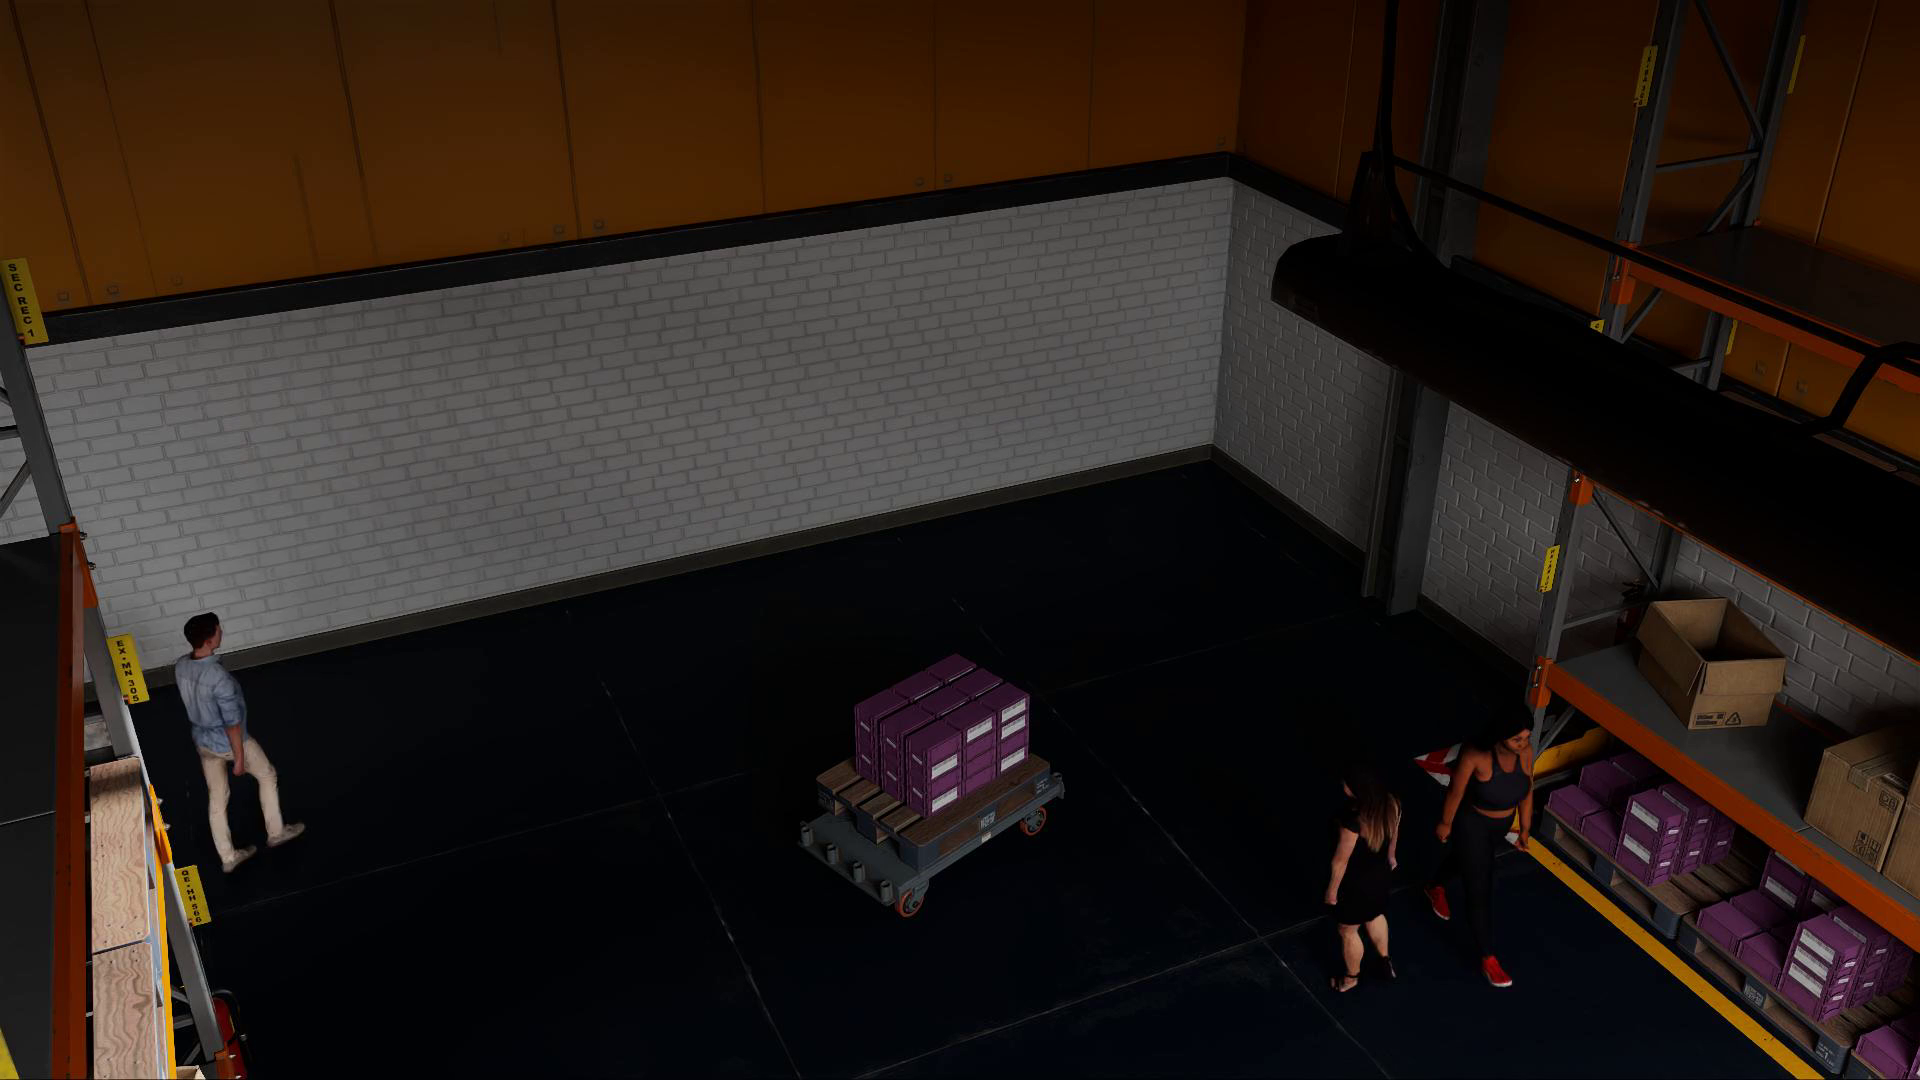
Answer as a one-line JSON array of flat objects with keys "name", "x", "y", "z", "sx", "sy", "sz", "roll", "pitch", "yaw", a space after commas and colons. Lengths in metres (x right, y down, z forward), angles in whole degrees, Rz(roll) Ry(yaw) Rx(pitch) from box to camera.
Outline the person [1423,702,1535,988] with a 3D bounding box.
[{"name": "person", "x": 3.101, "y": 1.679, "z": 10.027, "sx": 0.765, "sy": 1.751, "sz": 1.254, "roll": -9, "pitch": 30, "yaw": -16}]

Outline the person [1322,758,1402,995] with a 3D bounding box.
[{"name": "person", "x": 2.344, "y": 1.959, "z": 9.568, "sx": 0.790, "sy": 1.699, "sz": 0.753, "roll": -17, "pitch": 33, "yaw": -28}]

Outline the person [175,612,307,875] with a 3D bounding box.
[{"name": "person", "x": -4.767, "y": 1.337, "z": 10.578, "sx": 0.906, "sy": 1.824, "sz": 0.953, "roll": 13, "pitch": 31, "yaw": 22}]
